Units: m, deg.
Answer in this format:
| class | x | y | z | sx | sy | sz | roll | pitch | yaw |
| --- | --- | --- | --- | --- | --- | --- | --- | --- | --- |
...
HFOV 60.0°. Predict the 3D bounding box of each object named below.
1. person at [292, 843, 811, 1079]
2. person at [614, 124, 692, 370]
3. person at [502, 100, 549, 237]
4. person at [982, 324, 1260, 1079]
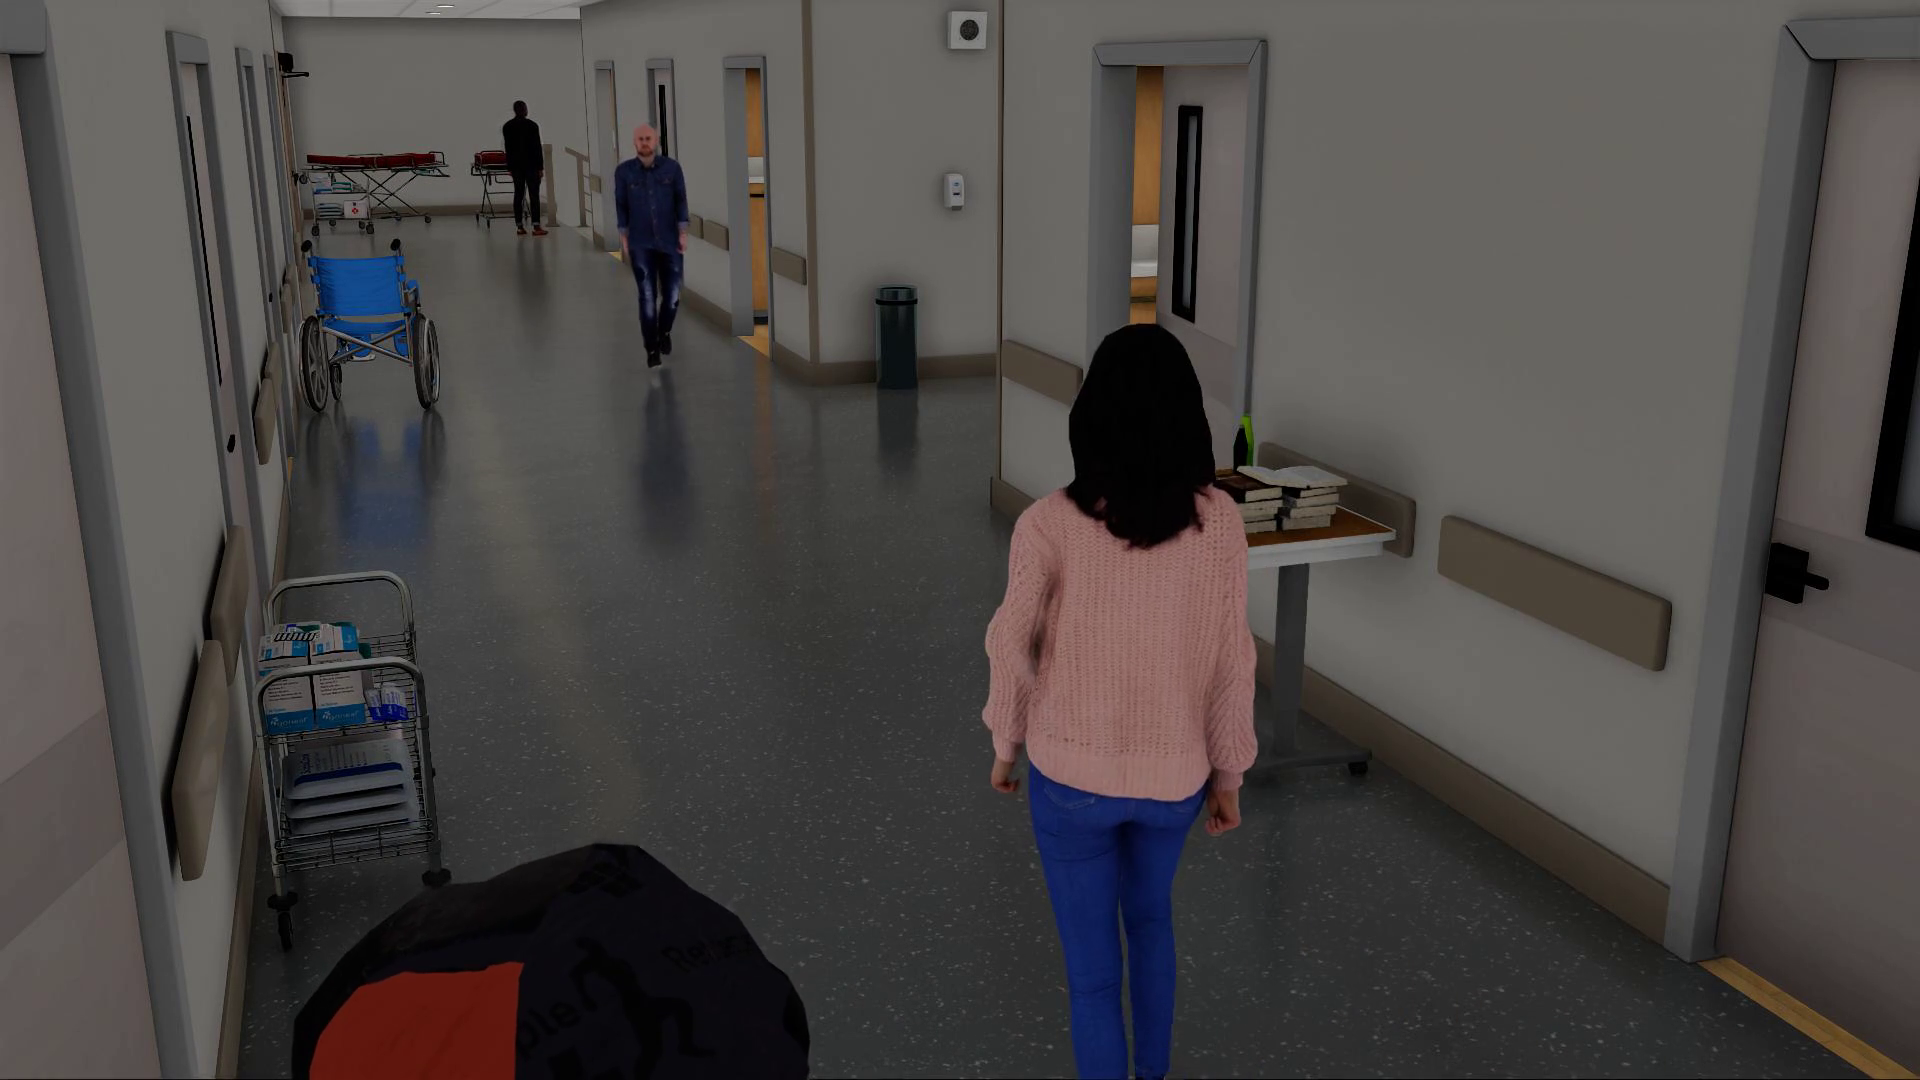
| class | x | y | z | sx | sy | sz | roll | pitch | yaw |
| --- | --- | --- | --- | --- | --- | --- | --- | --- | --- |
| person | -0.148 | 1.042 | 0.906 | 0.727 | 1.892 | 0.641 | -3 | 16 | -10 |
| person | -2.316 | -2.215 | 12.661 | 0.748 | 1.782 | 1.209 | -5 | 16 | -16 |
| person | -5.996 | -5.117 | 22.889 | 0.791 | 1.817 | 0.806 | 4 | 16 | 14 |
| person | 0.314 | 0.500 | 3.088 | 0.709 | 1.750 | 0.717 | -3 | 16 | -10 |
